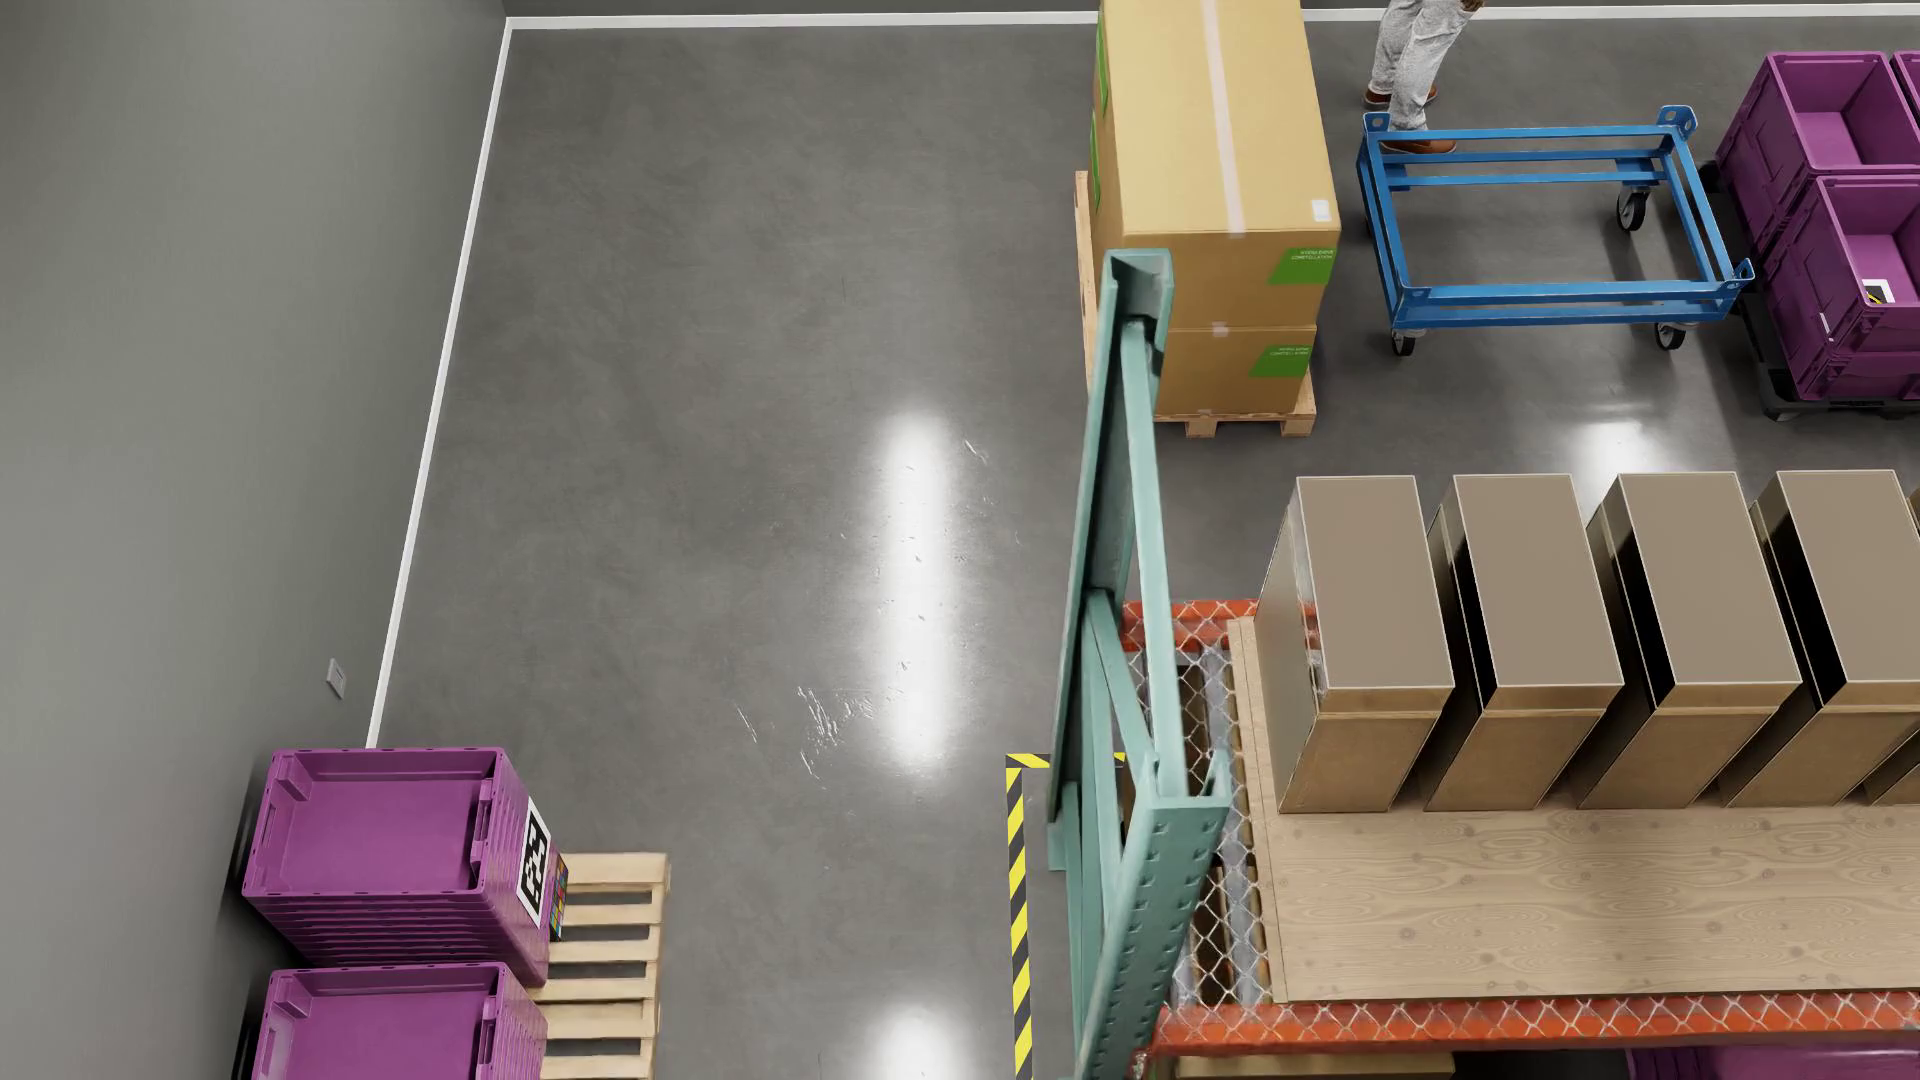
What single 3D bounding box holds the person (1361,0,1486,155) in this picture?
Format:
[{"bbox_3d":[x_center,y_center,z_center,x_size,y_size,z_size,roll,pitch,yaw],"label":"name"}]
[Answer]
[{"bbox_3d":[1.833,-2.242,6.077,0.352,1.937,0.635,-3,58,-2],"label":"person"}]
